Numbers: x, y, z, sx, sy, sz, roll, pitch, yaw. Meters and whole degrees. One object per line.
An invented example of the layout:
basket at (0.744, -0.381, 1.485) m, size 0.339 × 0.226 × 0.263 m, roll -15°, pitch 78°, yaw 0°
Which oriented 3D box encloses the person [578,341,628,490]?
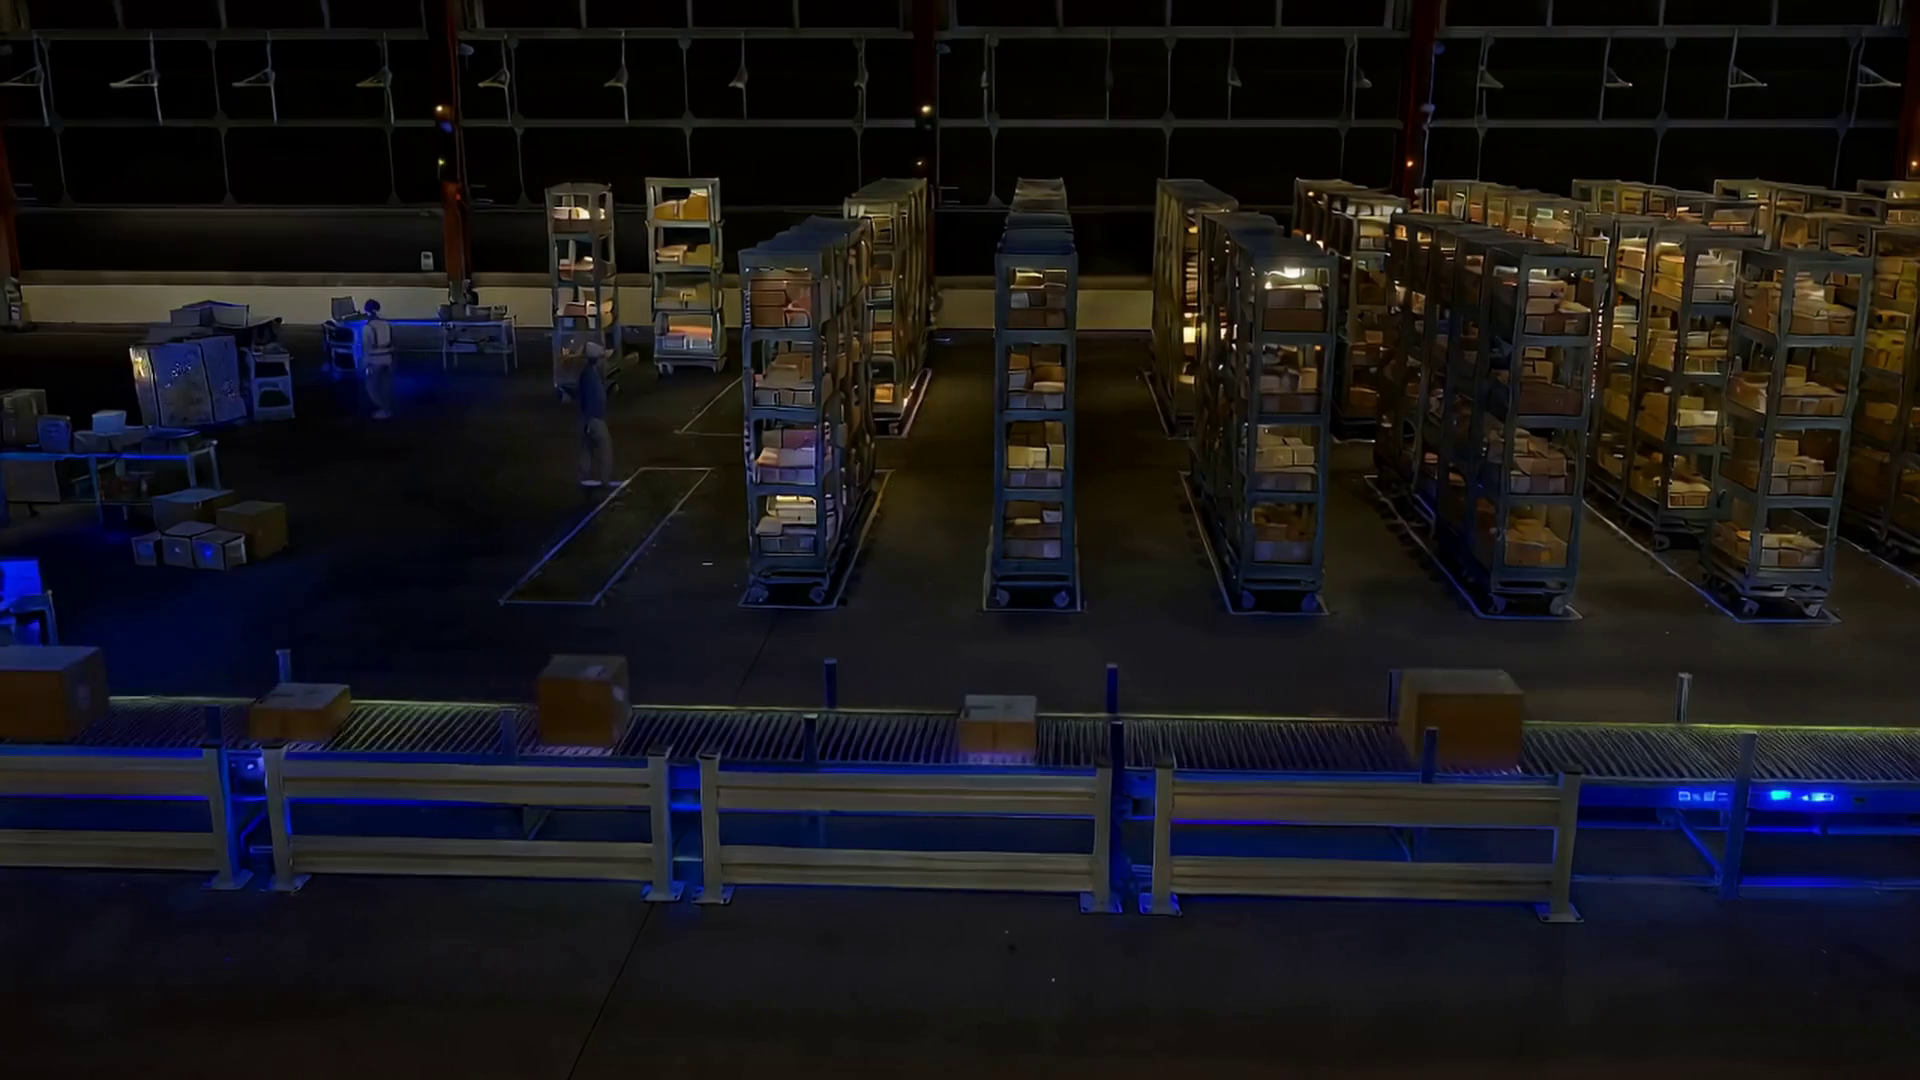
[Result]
person at (-4.700, -1.633, 21.858) m, size 0.808 × 1.961 × 0.634 m, roll -1°, pitch 15°, yaw -5°

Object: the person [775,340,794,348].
person at (-2.934, -3.512, 29.180) m, size 0.666 × 1.791 × 0.441 m, roll 7°, pitch 17°, yaw 25°

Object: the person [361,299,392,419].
person at (-9.305, -2.870, 26.539) m, size 0.458 × 1.923 × 0.638 m, roll 7°, pitch 17°, yaw 25°
